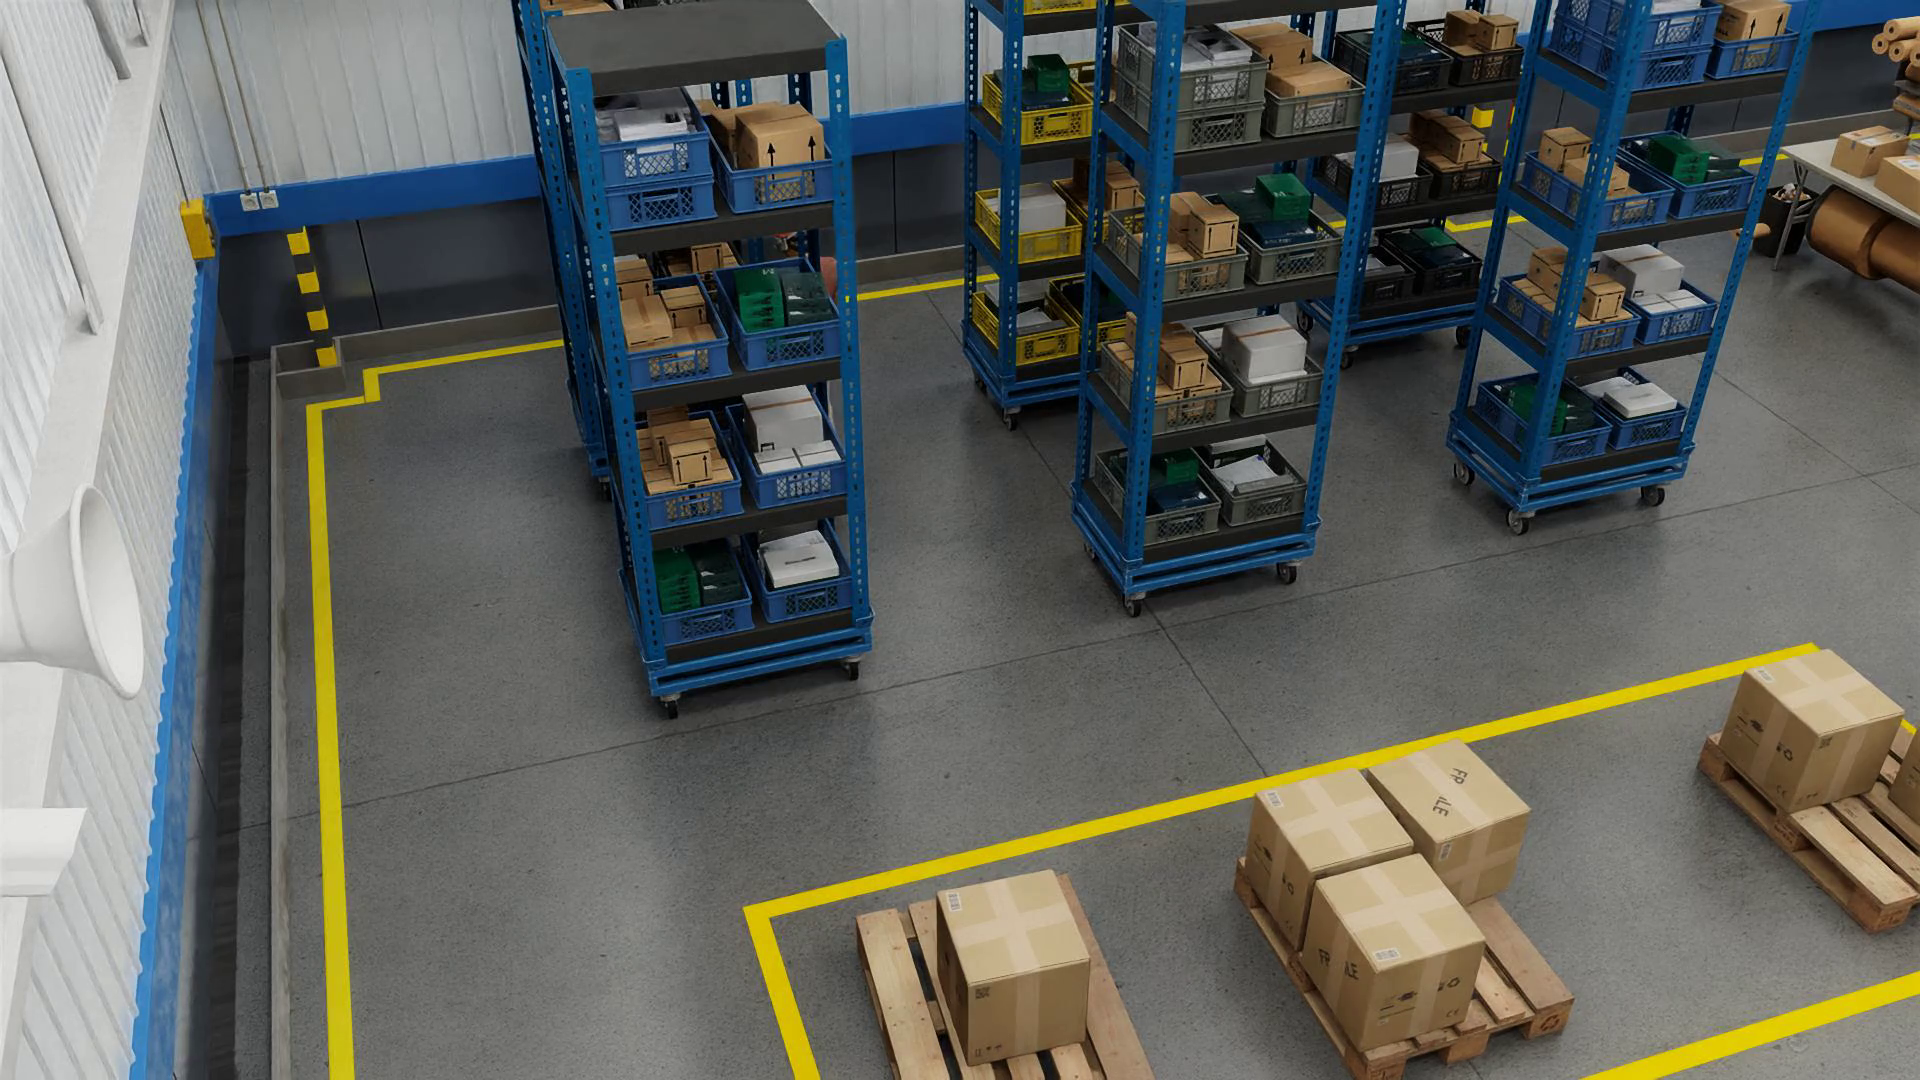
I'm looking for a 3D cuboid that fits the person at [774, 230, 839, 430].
[{"bbox_3d":[-0.971,-1.107,10.135,0.410,1.980,0.620,30,45,35],"label":"person"}]
